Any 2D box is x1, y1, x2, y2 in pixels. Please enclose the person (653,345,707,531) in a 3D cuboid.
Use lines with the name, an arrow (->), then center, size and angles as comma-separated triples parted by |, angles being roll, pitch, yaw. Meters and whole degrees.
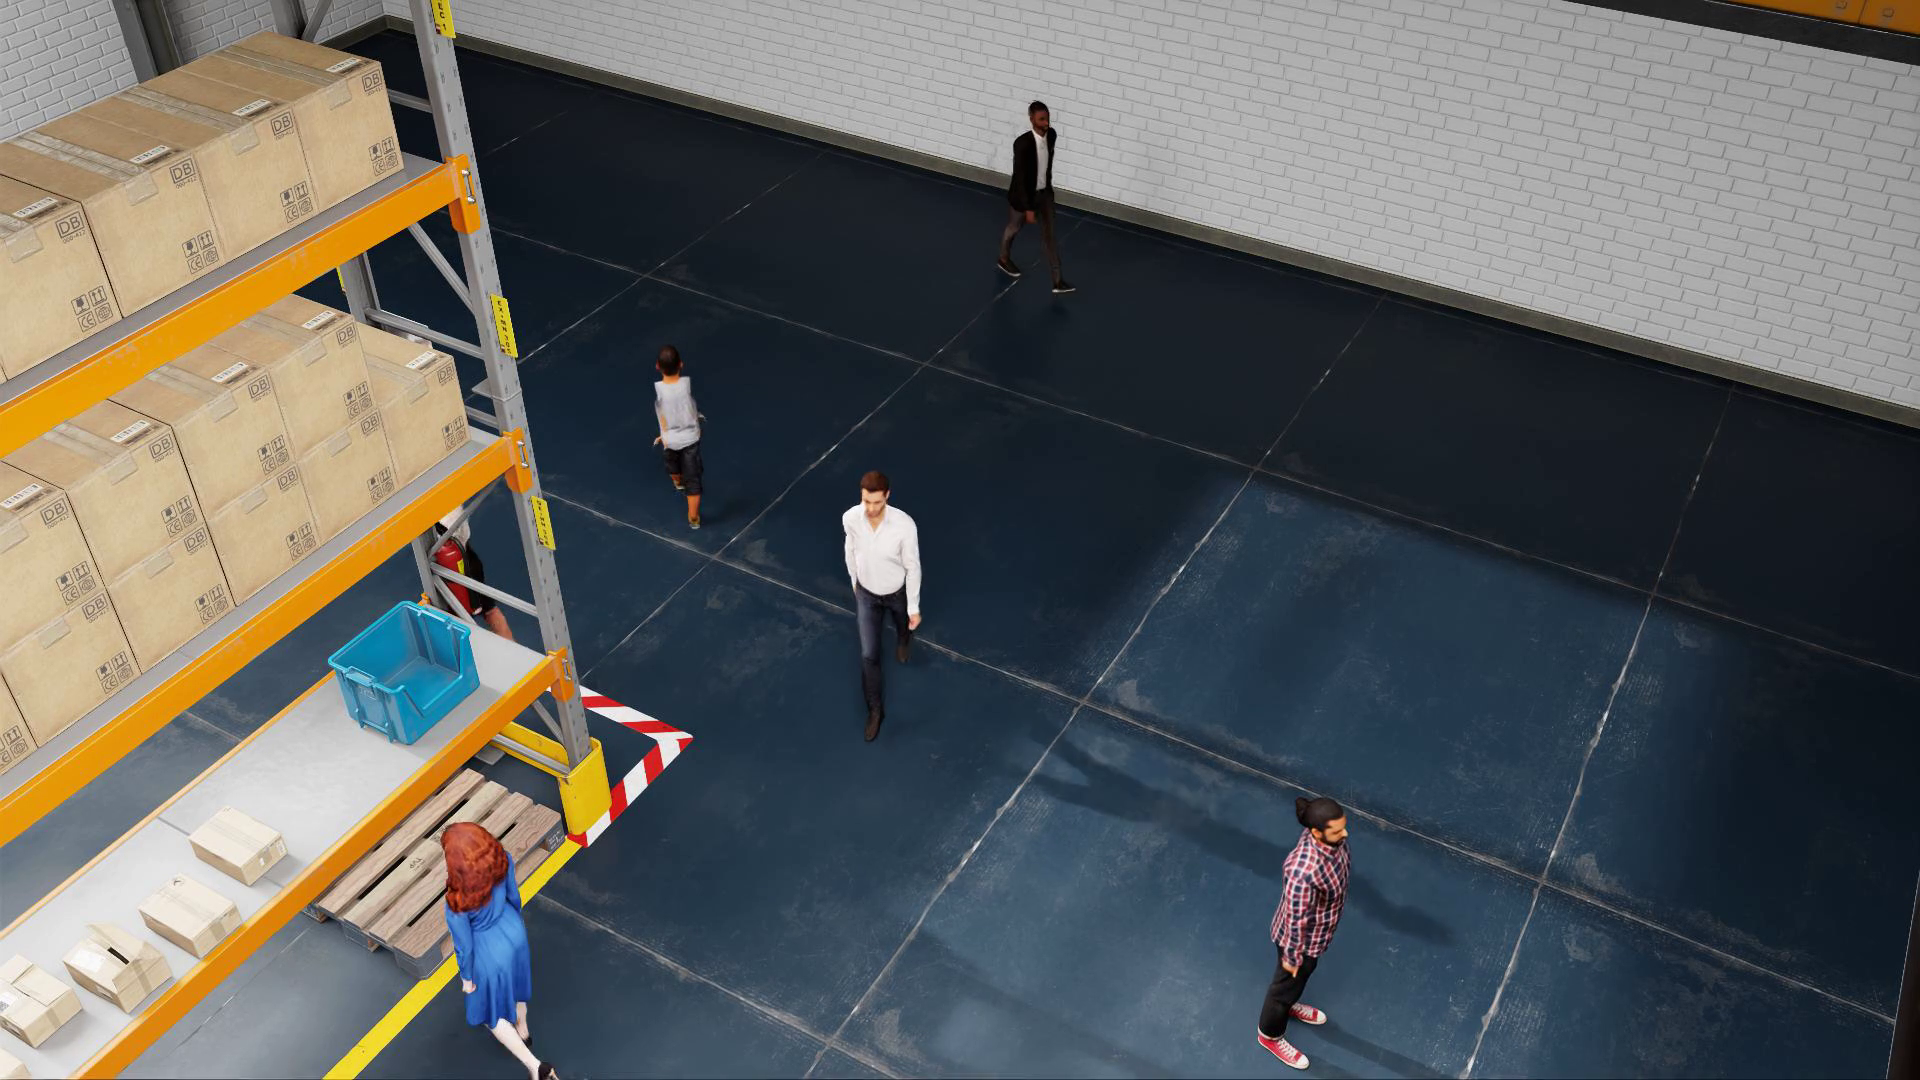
person -> -2.020, -0.762, 12.040 | 0.933, 1.428, 1.025 | -7, 39, -8

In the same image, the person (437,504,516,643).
person -> -3.049, 0.250, 10.536 | 1.038, 1.723, 0.991 | -6, 39, -7

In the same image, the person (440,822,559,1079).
person -> -2.256, 2.058, 8.190 | 0.686, 1.826, 0.659 | 18, 42, 22

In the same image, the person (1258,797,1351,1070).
person -> 1.744, 1.938, 8.392 | 0.754, 1.760, 0.534 | 18, 42, 21

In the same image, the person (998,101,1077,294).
person -> 0.561, -3.026, 14.625 | 1.214, 1.740, 1.004 | -28, 46, -30

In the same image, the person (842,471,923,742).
person -> -0.447, 0.274, 10.421 | 0.968, 1.829, 1.320 | 6, 39, 7
